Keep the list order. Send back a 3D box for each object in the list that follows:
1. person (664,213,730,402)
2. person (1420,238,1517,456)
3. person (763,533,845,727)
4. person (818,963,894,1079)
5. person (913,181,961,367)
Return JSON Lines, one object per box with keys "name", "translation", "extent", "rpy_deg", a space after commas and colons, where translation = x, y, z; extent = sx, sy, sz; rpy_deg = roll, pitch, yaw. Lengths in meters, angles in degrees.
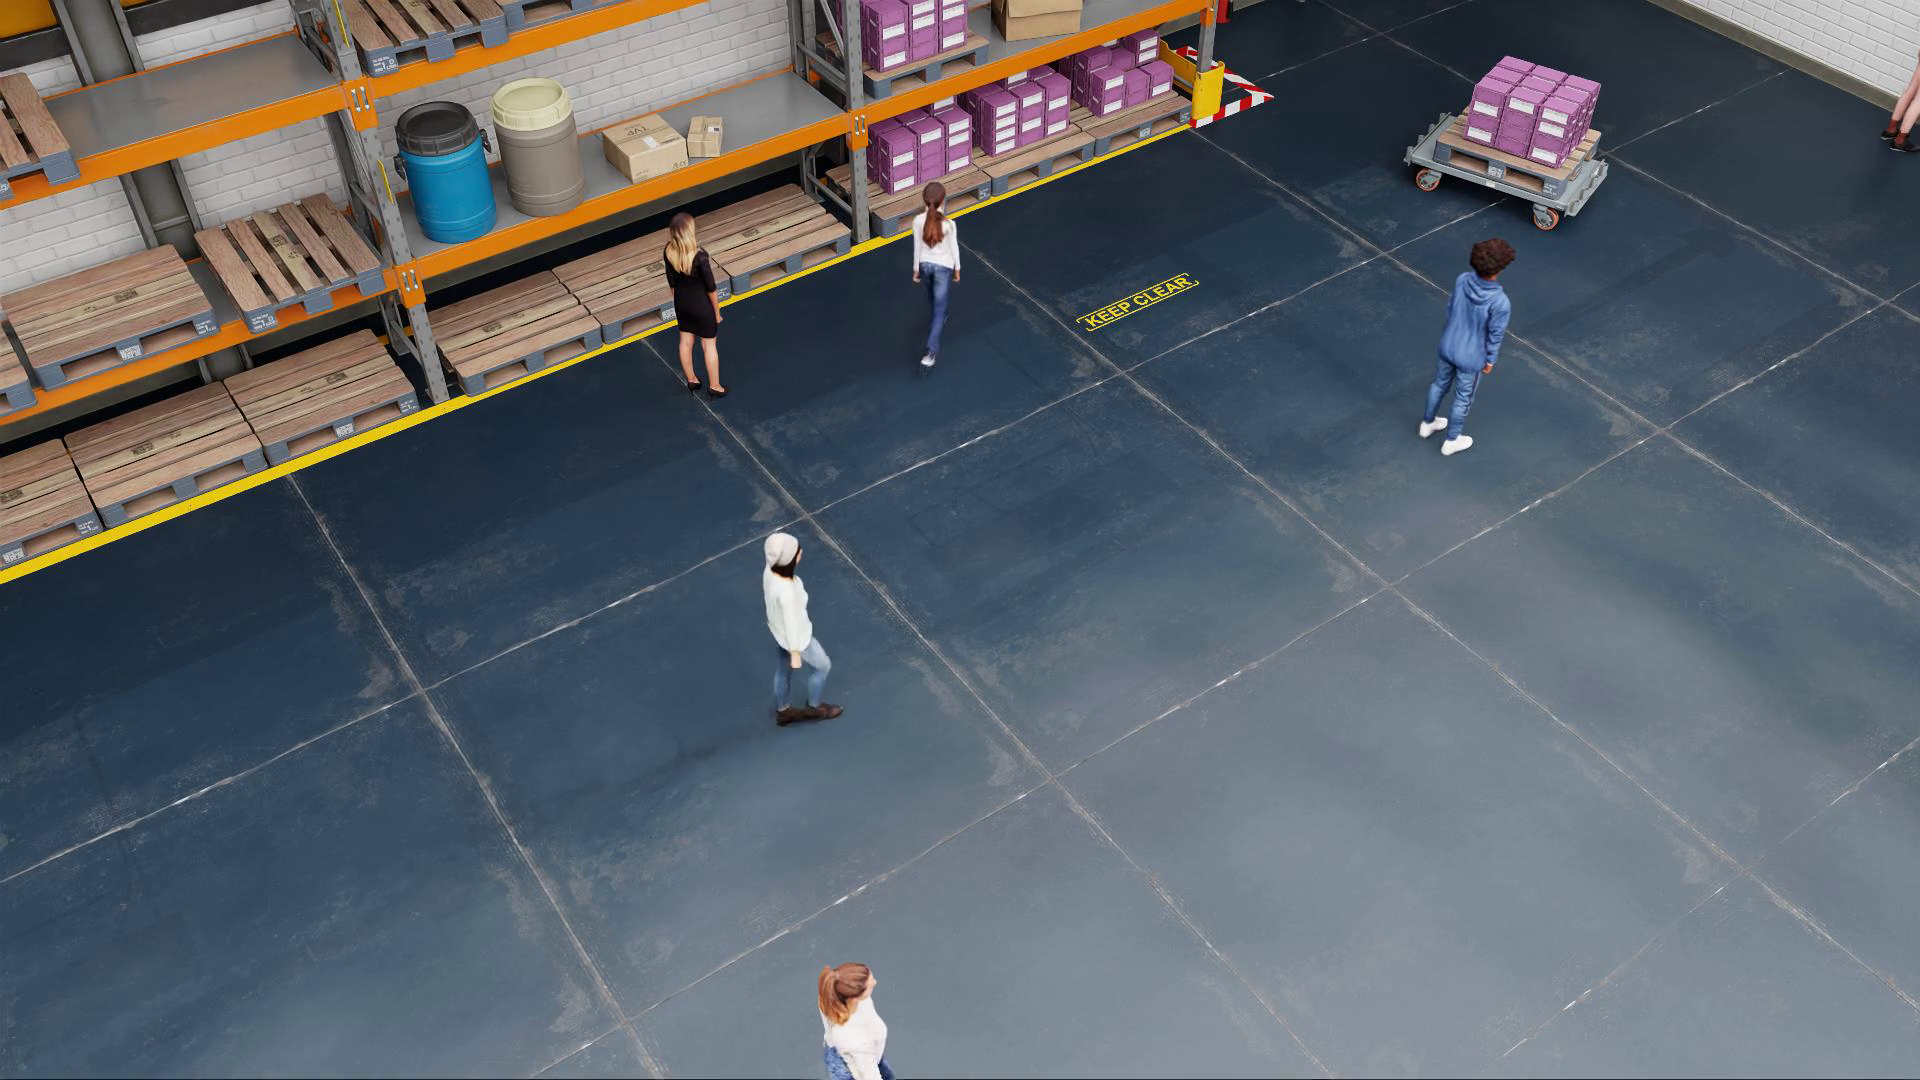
{"name": "person", "translation": [-2.045, -1.788, 12.801], "extent": [0.611, 1.677, 0.614], "rpy_deg": [18, 46, 18]}
{"name": "person", "translation": [3.756, -1.441, 12.344], "extent": [0.548, 1.807, 0.660], "rpy_deg": [-27, 50, -26]}
{"name": "person", "translation": [-1.124, 0.595, 10.328], "extent": [0.719, 1.638, 0.661], "rpy_deg": [-16, 46, -16]}
{"name": "person", "translation": [-0.607, 2.633, 8.159], "extent": [1.207, 1.679, 0.807], "rpy_deg": [-15, 46, -16]}
{"name": "person", "translation": [-0.213, -2.100, 13.241], "extent": [0.977, 1.522, 1.116], "rpy_deg": [11, 45, 12]}
